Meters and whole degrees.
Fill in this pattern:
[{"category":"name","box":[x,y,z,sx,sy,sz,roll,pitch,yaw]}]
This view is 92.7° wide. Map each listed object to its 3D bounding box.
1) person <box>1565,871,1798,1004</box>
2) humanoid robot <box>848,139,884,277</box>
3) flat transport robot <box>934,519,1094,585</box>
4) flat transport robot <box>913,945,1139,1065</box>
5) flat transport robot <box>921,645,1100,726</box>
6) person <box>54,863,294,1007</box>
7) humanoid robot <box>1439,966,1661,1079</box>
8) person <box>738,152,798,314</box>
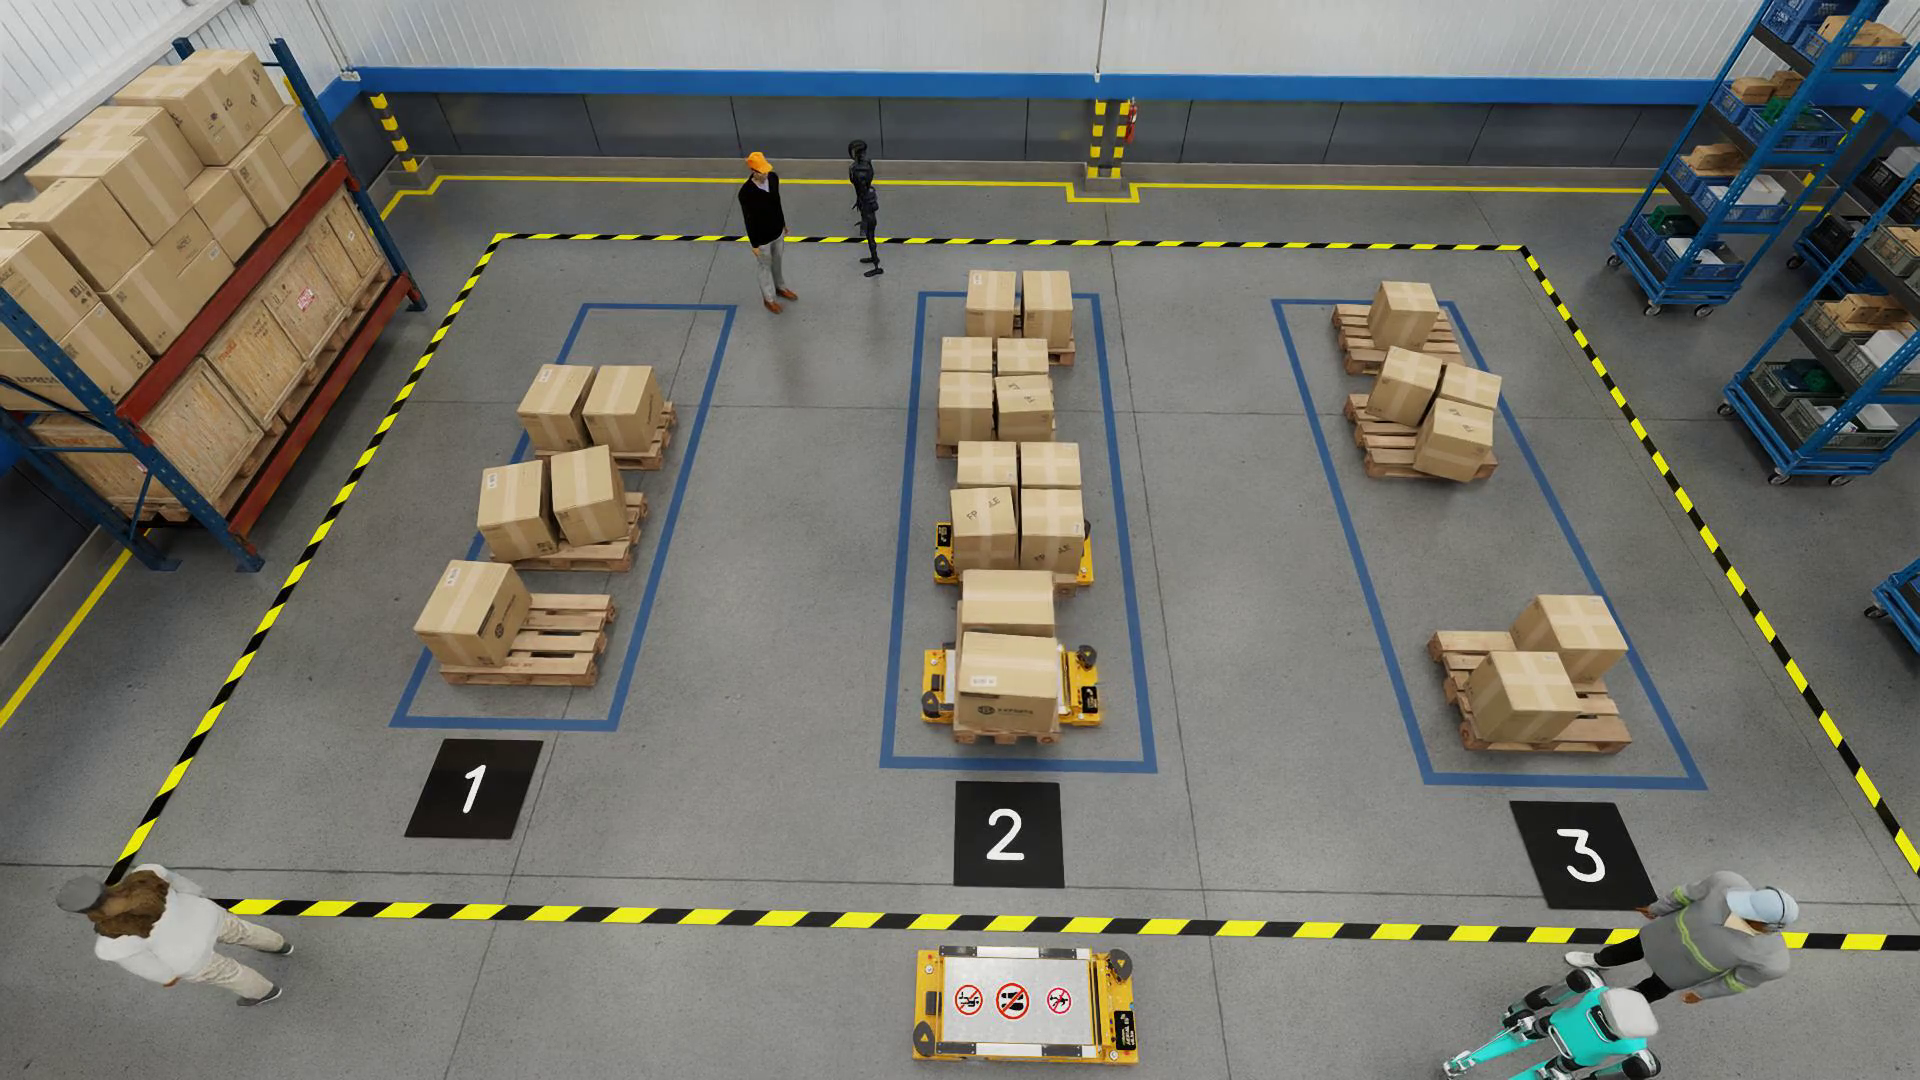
[{"category":"person","box":[4.307,2.442,5.477,0.396,1.848,0.587,-4,51,-3]},{"category":"humanoid robot","box":[-1.114,-3.883,10.734,0.315,1.655,0.599,-7,51,-6]},{"category":"flat transport robot","box":[0.490,0.087,8.397,1.431,0.197,0.652,1,51,1]},{"category":"flat transport robot","box":[0.422,3.041,6.007,1.431,0.231,0.659,1,51,1]},{"category":"flat transport robot","box":[0.411,1.171,7.513,1.431,0.197,0.652,1,51,1]},{"category":"person","box":[-4.702,2.406,5.558,0.404,1.762,0.572,-5,51,-4]},{"category":"humanoid robot","box":[3.106,2.887,5.100,0.735,1.674,0.533,-12,52,-10]},{"category":"person","box":[-2.136,-3.435,10.244,0.384,1.883,0.586,26,55,20]}]
